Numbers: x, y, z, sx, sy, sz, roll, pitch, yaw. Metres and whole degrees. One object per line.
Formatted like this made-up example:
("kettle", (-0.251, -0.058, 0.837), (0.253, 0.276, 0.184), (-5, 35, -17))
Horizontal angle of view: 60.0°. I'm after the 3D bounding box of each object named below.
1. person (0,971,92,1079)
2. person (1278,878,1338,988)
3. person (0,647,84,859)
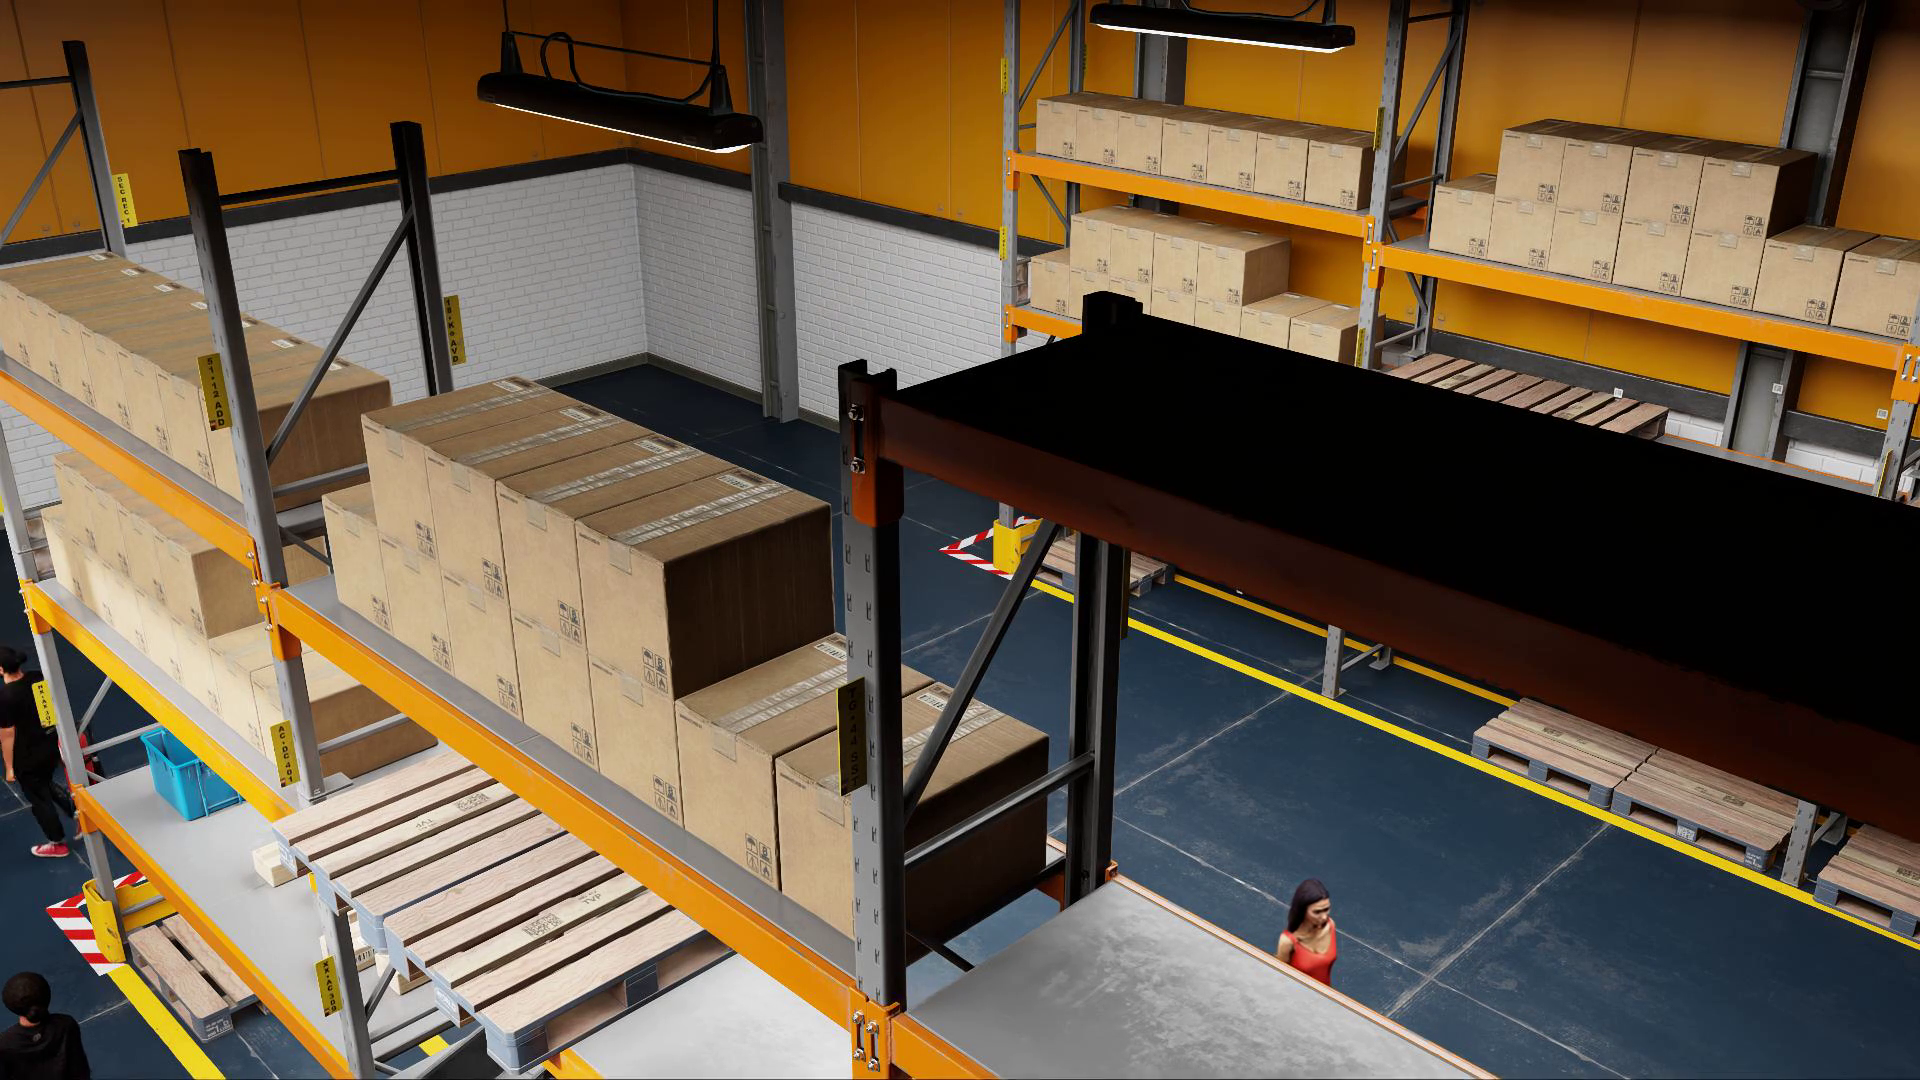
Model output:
("person", (-4.863, 3.094, 8.930), (1.102, 1.636, 0.587), (21, 31, 40))
("person", (1.989, 2.716, 9.692), (0.618, 1.719, 0.562), (-16, 28, -32))
("person", (-6.743, 1.577, 12.270), (0.891, 1.741, 0.828), (2, 24, 4))
